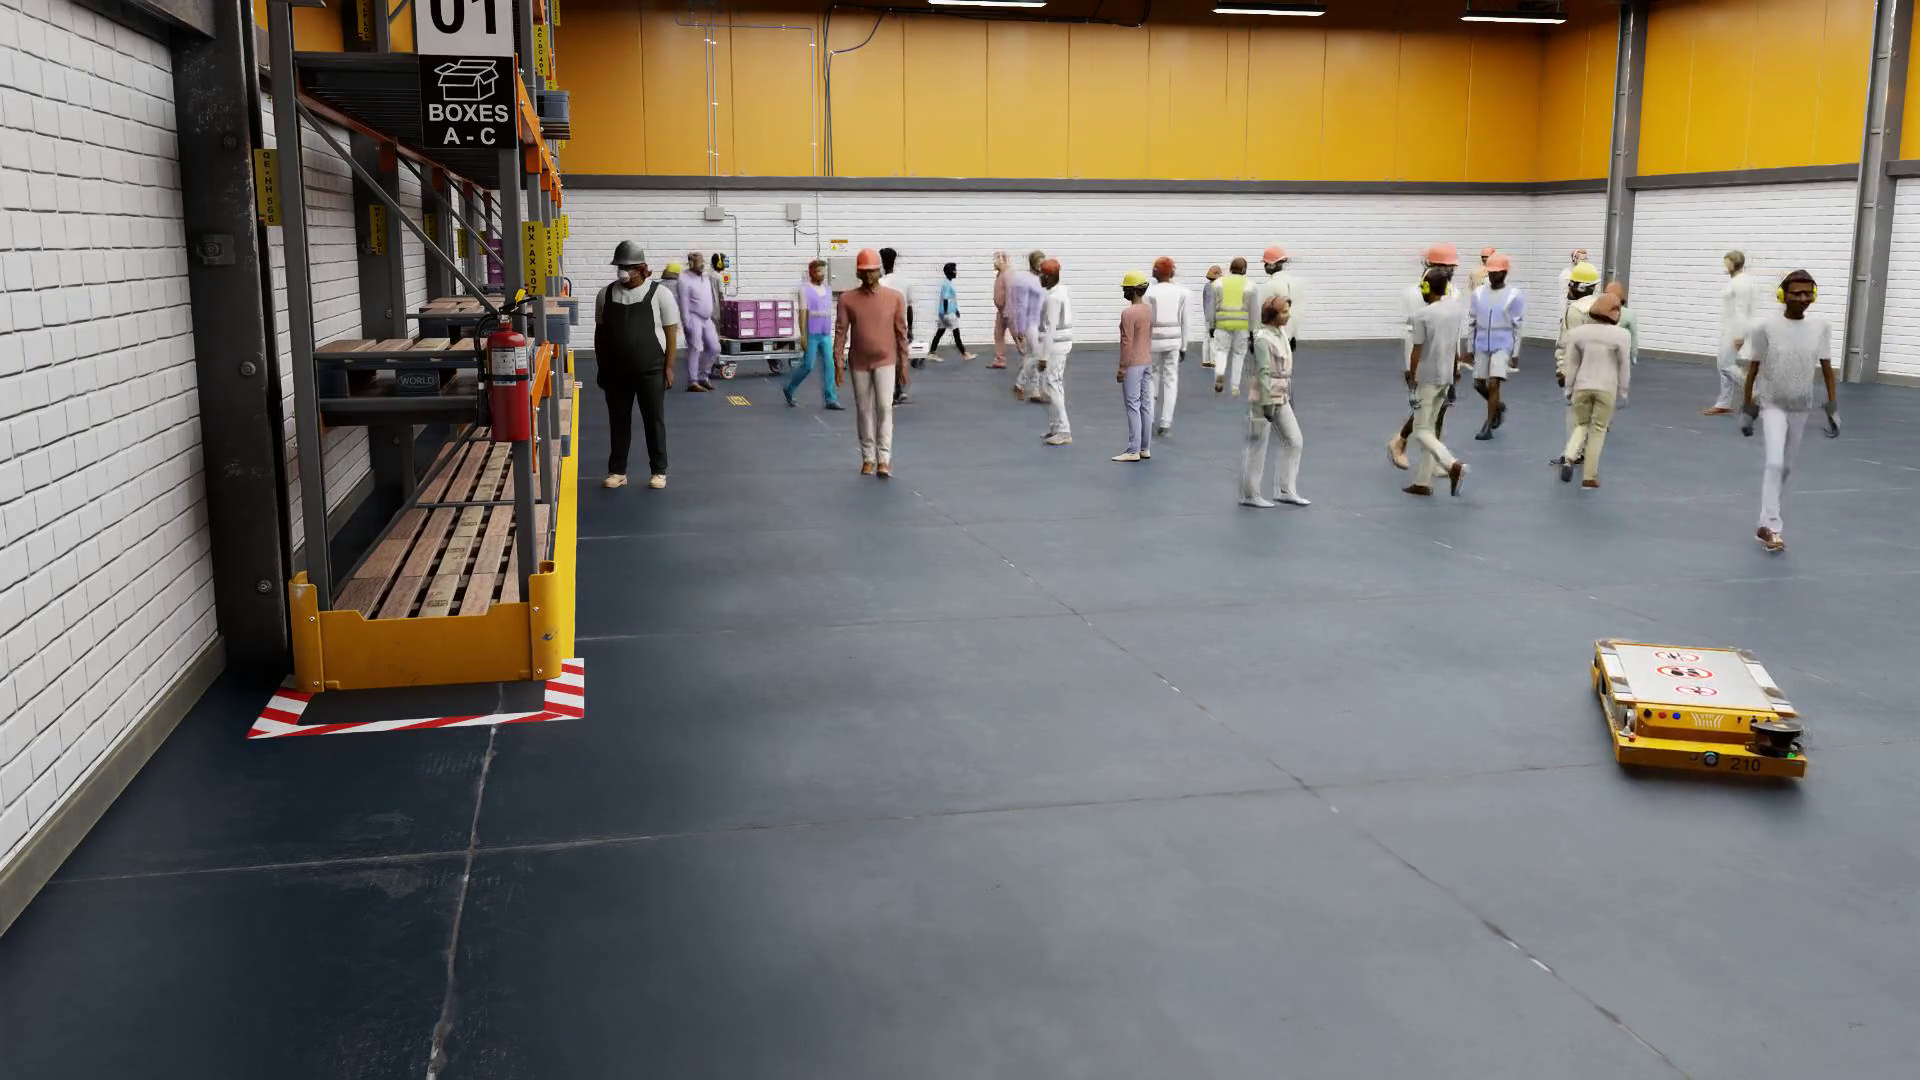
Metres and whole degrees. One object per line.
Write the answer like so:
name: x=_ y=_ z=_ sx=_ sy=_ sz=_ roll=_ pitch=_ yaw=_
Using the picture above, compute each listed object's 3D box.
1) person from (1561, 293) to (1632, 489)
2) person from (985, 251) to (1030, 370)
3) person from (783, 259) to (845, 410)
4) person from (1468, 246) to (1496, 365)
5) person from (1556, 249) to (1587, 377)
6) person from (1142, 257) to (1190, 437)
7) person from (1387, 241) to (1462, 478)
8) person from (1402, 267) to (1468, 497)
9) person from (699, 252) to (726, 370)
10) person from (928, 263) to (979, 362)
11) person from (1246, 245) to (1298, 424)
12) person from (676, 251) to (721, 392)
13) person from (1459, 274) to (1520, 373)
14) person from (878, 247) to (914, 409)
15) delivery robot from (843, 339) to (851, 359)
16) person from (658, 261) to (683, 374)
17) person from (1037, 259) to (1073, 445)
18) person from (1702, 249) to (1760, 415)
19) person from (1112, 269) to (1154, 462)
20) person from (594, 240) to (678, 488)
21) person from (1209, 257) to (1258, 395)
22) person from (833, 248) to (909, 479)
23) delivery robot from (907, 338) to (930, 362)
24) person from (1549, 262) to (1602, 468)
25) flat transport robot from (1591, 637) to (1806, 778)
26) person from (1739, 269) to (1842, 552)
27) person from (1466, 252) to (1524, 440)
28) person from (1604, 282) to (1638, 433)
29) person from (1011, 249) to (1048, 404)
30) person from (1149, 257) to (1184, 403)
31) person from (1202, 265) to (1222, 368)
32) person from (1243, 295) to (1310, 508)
person: x=5.199 y=-1.206 z=13.594 sx=0.505 sy=1.614 sz=0.393 roll=10 pitch=14 yaw=43
person: x=0.798 y=-3.624 z=26.313 sx=0.698 sy=1.868 sz=0.663 roll=-3 pitch=11 yaw=-15
person: x=-1.778 y=-2.478 z=20.079 sx=0.842 sy=1.814 sz=0.574 roll=8 pitch=13 yaw=37
person: x=8.572 y=-3.819 z=27.185 sx=0.539 sy=1.929 sz=0.382 roll=7 pitch=13 yaw=35
person: x=9.141 y=-3.359 z=24.720 sx=0.647 sy=1.903 sz=0.402 roll=-8 pitch=13 yaw=-39
person: x=2.102 y=-2.027 z=17.430 sx=0.595 sy=1.855 sz=0.725 roll=-2 pitch=10 yaw=-11
person: x=4.052 y=-1.542 z=14.309 sx=0.606 sy=2.028 sz=0.512 roll=-7 pitch=12 yaw=-34
person: x=3.769 y=-1.221 z=13.072 sx=0.530 sy=1.837 sz=0.700 roll=-6 pitch=12 yaw=-28
person: x=-3.858 y=-3.570 z=26.038 sx=0.611 sy=1.851 sz=0.515 roll=-6 pitch=12 yaw=-29
person: x=-0.129 y=-3.767 z=27.640 sx=0.878 sy=1.651 sz=0.552 roll=-1 pitch=10 yaw=-4
person: x=3.400 y=-2.274 z=18.486 sx=0.775 sy=1.967 sz=0.654 roll=8 pitch=13 yaw=37
person: x=-3.481 y=-2.915 z=22.283 sx=0.481 sy=1.882 sz=0.671 roll=5 pitch=11 yaw=26
person: x=8.187 y=-3.486 z=25.718 sx=0.936 sy=1.808 sz=0.515 roll=4 pitch=11 yaw=23
person: x=-0.864 y=-2.561 z=20.136 sx=0.635 sy=1.950 sz=0.423 roll=-9 pitch=14 yaw=-41
delivery robot: x=-1.582 y=-3.006 z=26.219 sx=0.707 sy=0.478 sz=0.477 roll=0 pitch=10 yaw=-2
person: x=-4.377 y=-3.338 z=25.110 sx=0.520 sy=1.714 sz=0.479 roll=4 pitch=11 yaw=22
person: x=0.962 y=-1.875 z=16.639 sx=0.389 sy=1.854 sz=0.676 roll=3 pitch=11 yaw=14
person: x=8.987 y=-2.378 z=19.204 sx=0.541 sy=1.929 sz=0.644 roll=3 pitch=11 yaw=17
person: x=1.605 y=-1.605 z=15.361 sx=0.313 sy=1.769 sz=0.525 roll=6 pitch=12 yaw=32
person: x=-2.678 y=-1.430 z=13.628 sx=0.689 sy=2.000 sz=0.537 roll=1 pitch=10 yaw=6
person: x=3.574 y=-2.786 z=21.751 sx=0.637 sy=1.822 sz=0.524 roll=3 pitch=11 yaw=17
person: x=-0.771 y=-1.493 z=14.199 sx=0.649 sy=1.954 sz=0.925 roll=1 pitch=10 yaw=3
delivery robot: x=-0.845 y=-3.014 z=26.264 sx=0.707 sy=0.478 sz=0.477 roll=-4 pitch=11 yaw=-22
person: x=5.555 y=-1.566 z=14.947 sx=0.403 sy=1.837 sz=0.588 roll=10 pitch=14 yaw=43
flat transport robot: x=3.035 y=0.664 z=6.933 sx=0.652 sy=0.197 sz=1.431 roll=3 pitch=11 yaw=16
person: x=5.470 y=-0.833 z=10.875 sx=0.538 sy=1.835 sz=0.833 roll=0 pitch=10 yaw=3
person: x=5.517 y=-1.999 z=17.110 sx=0.553 sy=1.916 sz=0.696 roll=8 pitch=13 yaw=37
person: x=6.927 y=-1.941 z=17.706 sx=0.517 sy=1.584 sz=0.881 roll=5 pitch=12 yaw=28
person: x=0.944 y=-2.627 z=20.604 sx=0.427 sy=1.926 sz=0.628 roll=6 pitch=12 yaw=30
person: x=2.523 y=-2.624 z=20.829 sx=0.592 sy=1.828 sz=0.404 roll=-2 pitch=10 yaw=-11
person: x=4.042 y=-3.547 z=26.488 sx=0.279 sy=1.634 sz=0.499 roll=-4 pitch=11 yaw=-22
person: x=2.429 y=-1.034 z=12.581 sx=0.610 sy=1.616 sz=0.548 roll=6 pitch=12 yaw=31
